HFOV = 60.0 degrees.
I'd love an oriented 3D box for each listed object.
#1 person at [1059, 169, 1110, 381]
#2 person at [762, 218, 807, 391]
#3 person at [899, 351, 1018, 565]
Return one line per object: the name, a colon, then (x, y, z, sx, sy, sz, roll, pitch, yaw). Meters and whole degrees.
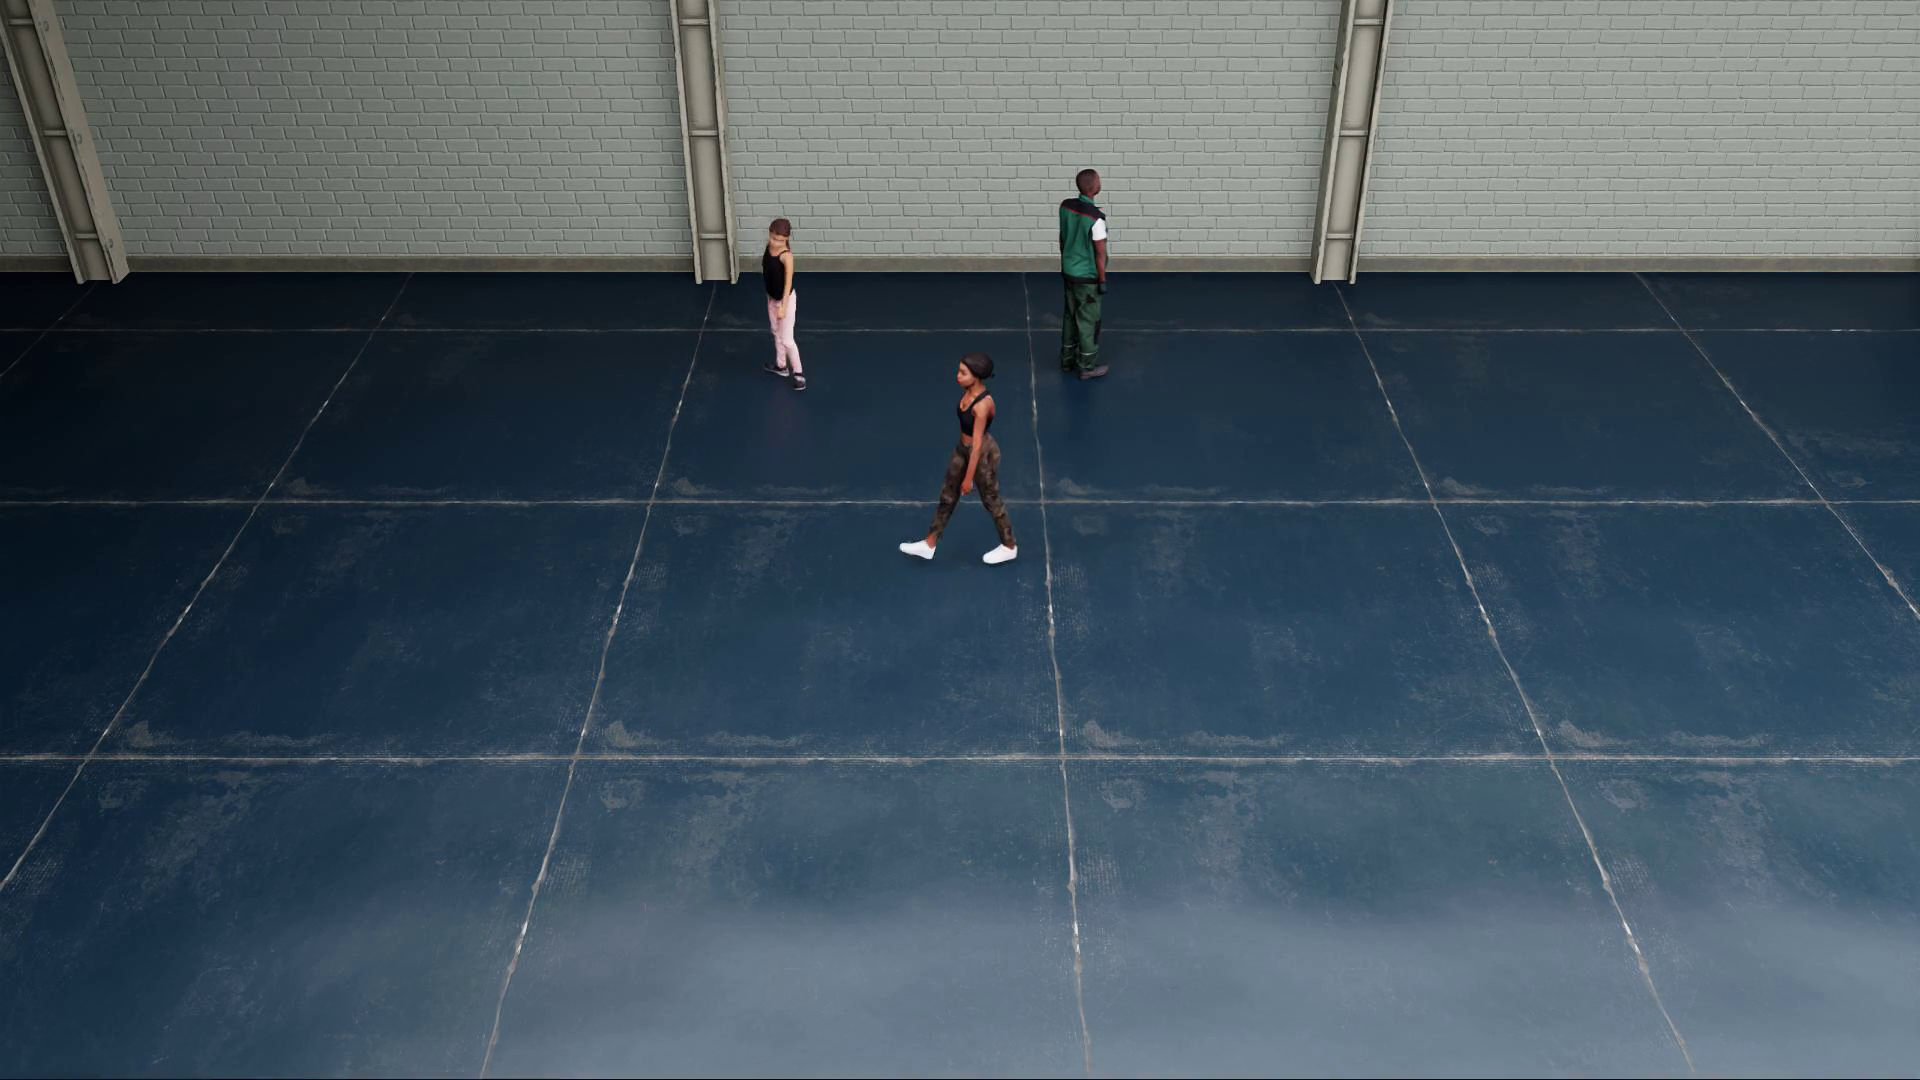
person: (1.040, -2.250, 14.061, 0.823, 1.839, 0.786, -24, 40, -32)
person: (-1.524, -2.047, 14.029, 0.745, 1.534, 0.780, -11, 35, -16)
person: (0.196, -0.537, 11.595, 1.126, 1.657, 0.775, -8, 34, -12)
